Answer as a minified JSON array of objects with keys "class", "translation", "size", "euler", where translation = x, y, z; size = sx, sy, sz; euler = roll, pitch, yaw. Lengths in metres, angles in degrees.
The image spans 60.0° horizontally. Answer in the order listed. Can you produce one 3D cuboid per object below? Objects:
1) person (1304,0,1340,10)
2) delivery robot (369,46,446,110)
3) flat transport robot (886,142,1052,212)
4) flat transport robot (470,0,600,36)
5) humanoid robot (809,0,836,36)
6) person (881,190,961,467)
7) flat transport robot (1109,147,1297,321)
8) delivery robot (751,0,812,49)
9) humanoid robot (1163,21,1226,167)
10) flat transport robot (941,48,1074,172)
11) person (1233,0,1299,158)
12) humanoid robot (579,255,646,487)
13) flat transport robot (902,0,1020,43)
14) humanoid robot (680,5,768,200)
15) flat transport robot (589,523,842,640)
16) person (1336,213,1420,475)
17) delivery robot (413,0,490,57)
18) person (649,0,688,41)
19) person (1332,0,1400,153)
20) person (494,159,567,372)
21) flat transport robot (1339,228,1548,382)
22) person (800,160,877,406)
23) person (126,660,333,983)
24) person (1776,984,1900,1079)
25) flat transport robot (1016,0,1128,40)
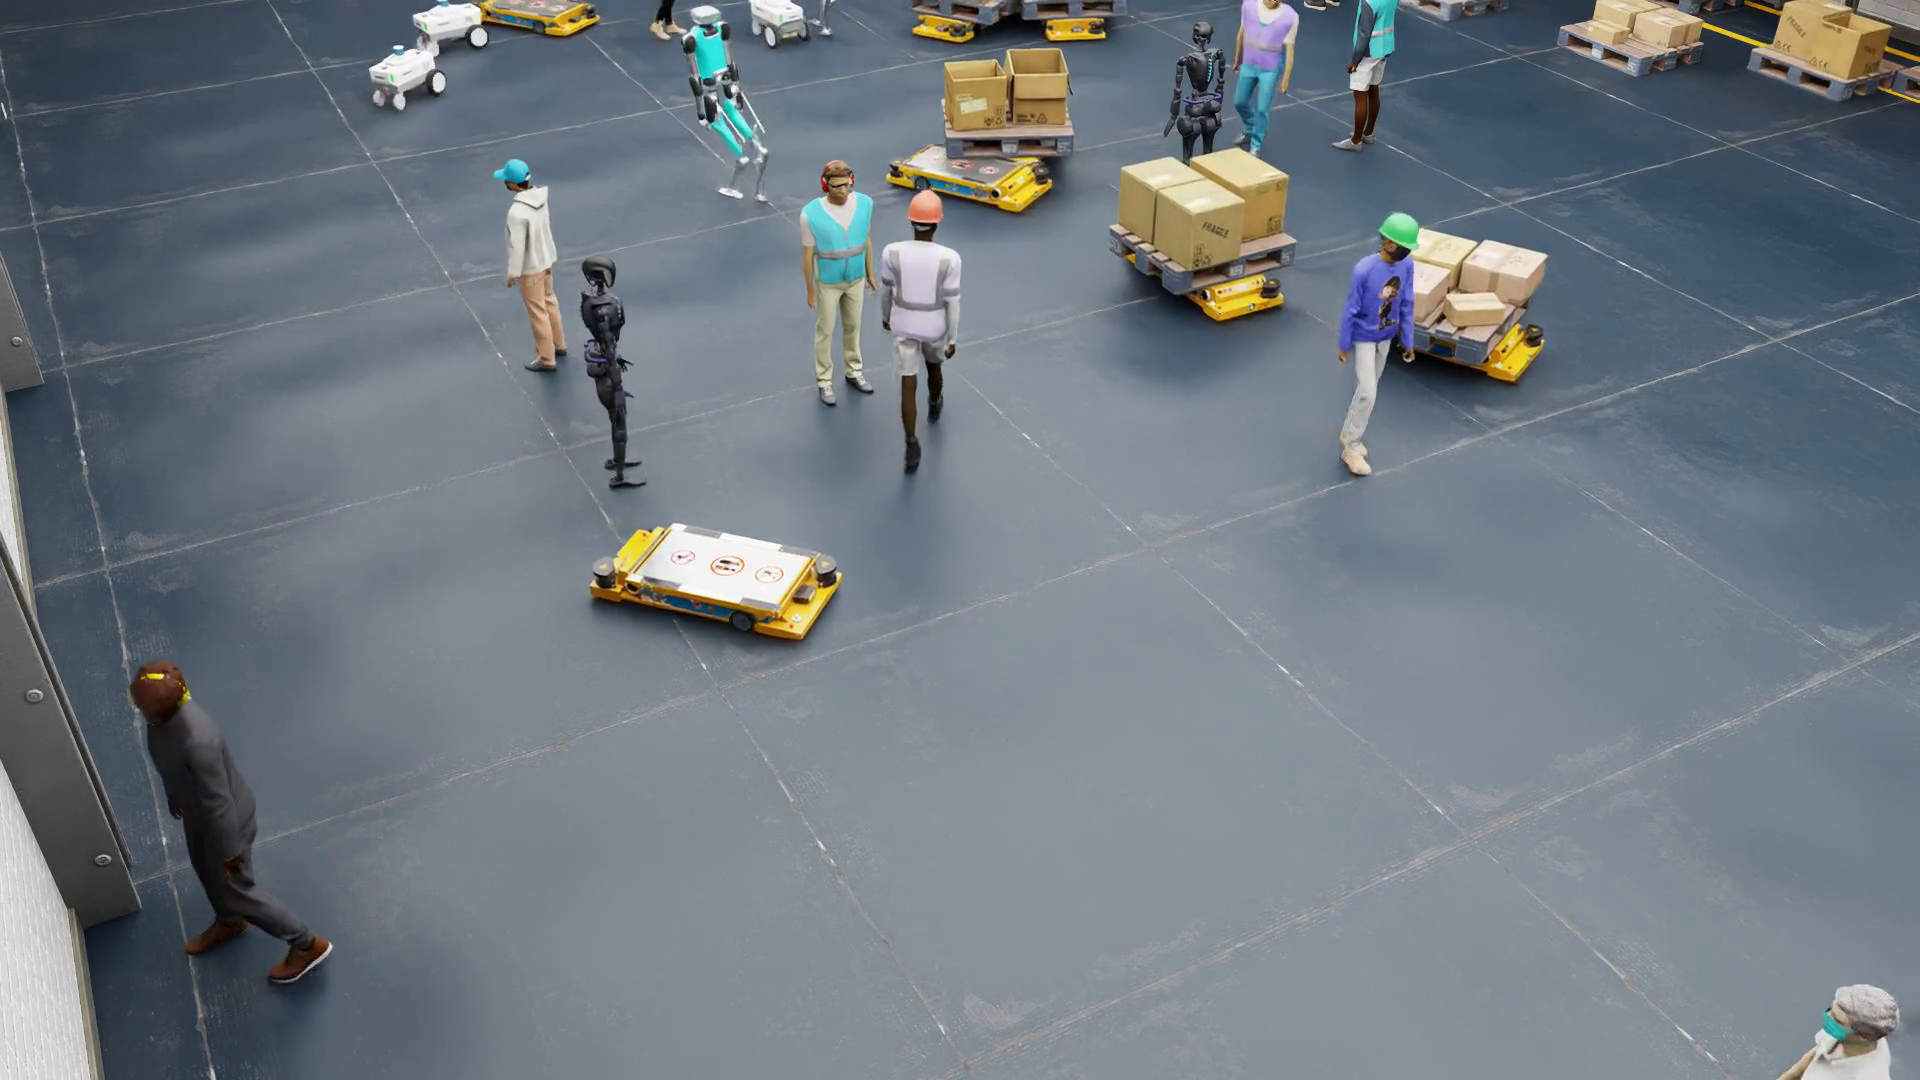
[{"class":"person","translation":[4.411,-7.281,19.634],"size":[0.603,1.966,0.367],"euler":[-24,42,-30]},{"class":"delivery robot","translation":[-5.826,-4.874,17.412],"size":[0.499,0.580,0.757],"euler":[15,38,20]},{"class":"flat transport robot","translation":[0.080,-3.405,15.578],"size":[1.431,0.231,0.659],"euler":[18,39,24]},{"class":"flat transport robot","translation":[-5.019,-6.193,19.558],"size":[1.431,0.231,0.659],"euler":[15,38,21]},{"class":"humanoid robot","translation":[-1.562,-6.603,18.885],"size":[0.554,1.783,0.883],"euler":[-23,41,-29]},{"class":"person","translation":[-0.267,-1.497,11.447],"size":[0.560,1.888,0.995],"euler":[1,35,2]},{"class":"flat transport robot","translation":[2.020,-2.265,13.950],"size":[0.659,0.231,1.431],"euler":[-17,39,-23]},{"class":"delivery robot","translation":[-2.078,-5.979,18.991],"size":[0.499,0.581,0.767],"euler":[-22,41,-28]},{"class":"humanoid robot","translation":[2.130,-3.829,14.943],"size":[0.599,1.657,0.315],"euler":[-17,39,-23]},{"class":"flat transport robot","translation":[0.453,-3.787,16.123],"size":[0.659,0.231,1.431],"euler":[-1,35,-2]},{"class":"person","translation":[2.893,-4.497,15.798],"size":[0.630,1.801,0.603],"euler":[20,39,26]},{"class":"humanoid robot","translation":[-2.326,-1.136,11.107],"size":[0.324,1.656,0.593],"euler":[-8,36,-12]},{"class":"flat transport robot","translation":[0.088,-6.156,19.505],"size":[0.659,0.231,1.431],"euler":[18,39,24]},{"class":"humanoid robot","translation":[-2.032,-3.838,14.953],"size":[0.818,1.794,0.541],"euler":[26,43,32]},{"class":"flat transport robot","translation":[-1.521,0.237,10.377],"size":[1.431,0.231,0.659],"euler":[11,37,15]},{"class":"person","translation":[2.858,-1.316,11.224],"size":[0.480,1.842,0.639],"euler":[-16,38,-22]},{"class":"delivery robot","translation":[-5.753,-5.802,18.754],"size":[0.802,0.600,0.499],"euler":[-25,42,-31]},{"class":"person","translation":[-3.345,-6.499,18.754],"size":[0.385,1.685,0.544],"euler":[-9,36,-12]},{"class":"person","translation":[3.951,-4.690,15.954],"size":[0.418,1.944,0.551],"euler":[26,43,32]},{"class":"person","translation":[-3.187,-2.041,12.408],"size":[0.381,1.672,0.480],"euler":[7,36,11]},{"class":"flat transport robot","translation":[3.778,-1.635,13.050],"size":[1.431,0.231,0.659],"euler":[21,40,27]},{"class":"person","translation":[-0.872,-1.884,12.031],"size":[0.563,1.844,0.387],"euler":[-20,39,-26]},{"class":"person","translation":[-3.404,1.253,7.547],"size":[0.499,1.858,0.612],"euler":[-27,43,-33]},{"class":"person","translation":[3.241,2.254,6.253],"size":[0.897,1.705,0.471],"euler":[16,38,22]},{"class":"flat transport robot","translation":[1.259,-6.179,19.538],"size":[0.659,0.231,1.431],"euler":[-4,35,-6]}]
